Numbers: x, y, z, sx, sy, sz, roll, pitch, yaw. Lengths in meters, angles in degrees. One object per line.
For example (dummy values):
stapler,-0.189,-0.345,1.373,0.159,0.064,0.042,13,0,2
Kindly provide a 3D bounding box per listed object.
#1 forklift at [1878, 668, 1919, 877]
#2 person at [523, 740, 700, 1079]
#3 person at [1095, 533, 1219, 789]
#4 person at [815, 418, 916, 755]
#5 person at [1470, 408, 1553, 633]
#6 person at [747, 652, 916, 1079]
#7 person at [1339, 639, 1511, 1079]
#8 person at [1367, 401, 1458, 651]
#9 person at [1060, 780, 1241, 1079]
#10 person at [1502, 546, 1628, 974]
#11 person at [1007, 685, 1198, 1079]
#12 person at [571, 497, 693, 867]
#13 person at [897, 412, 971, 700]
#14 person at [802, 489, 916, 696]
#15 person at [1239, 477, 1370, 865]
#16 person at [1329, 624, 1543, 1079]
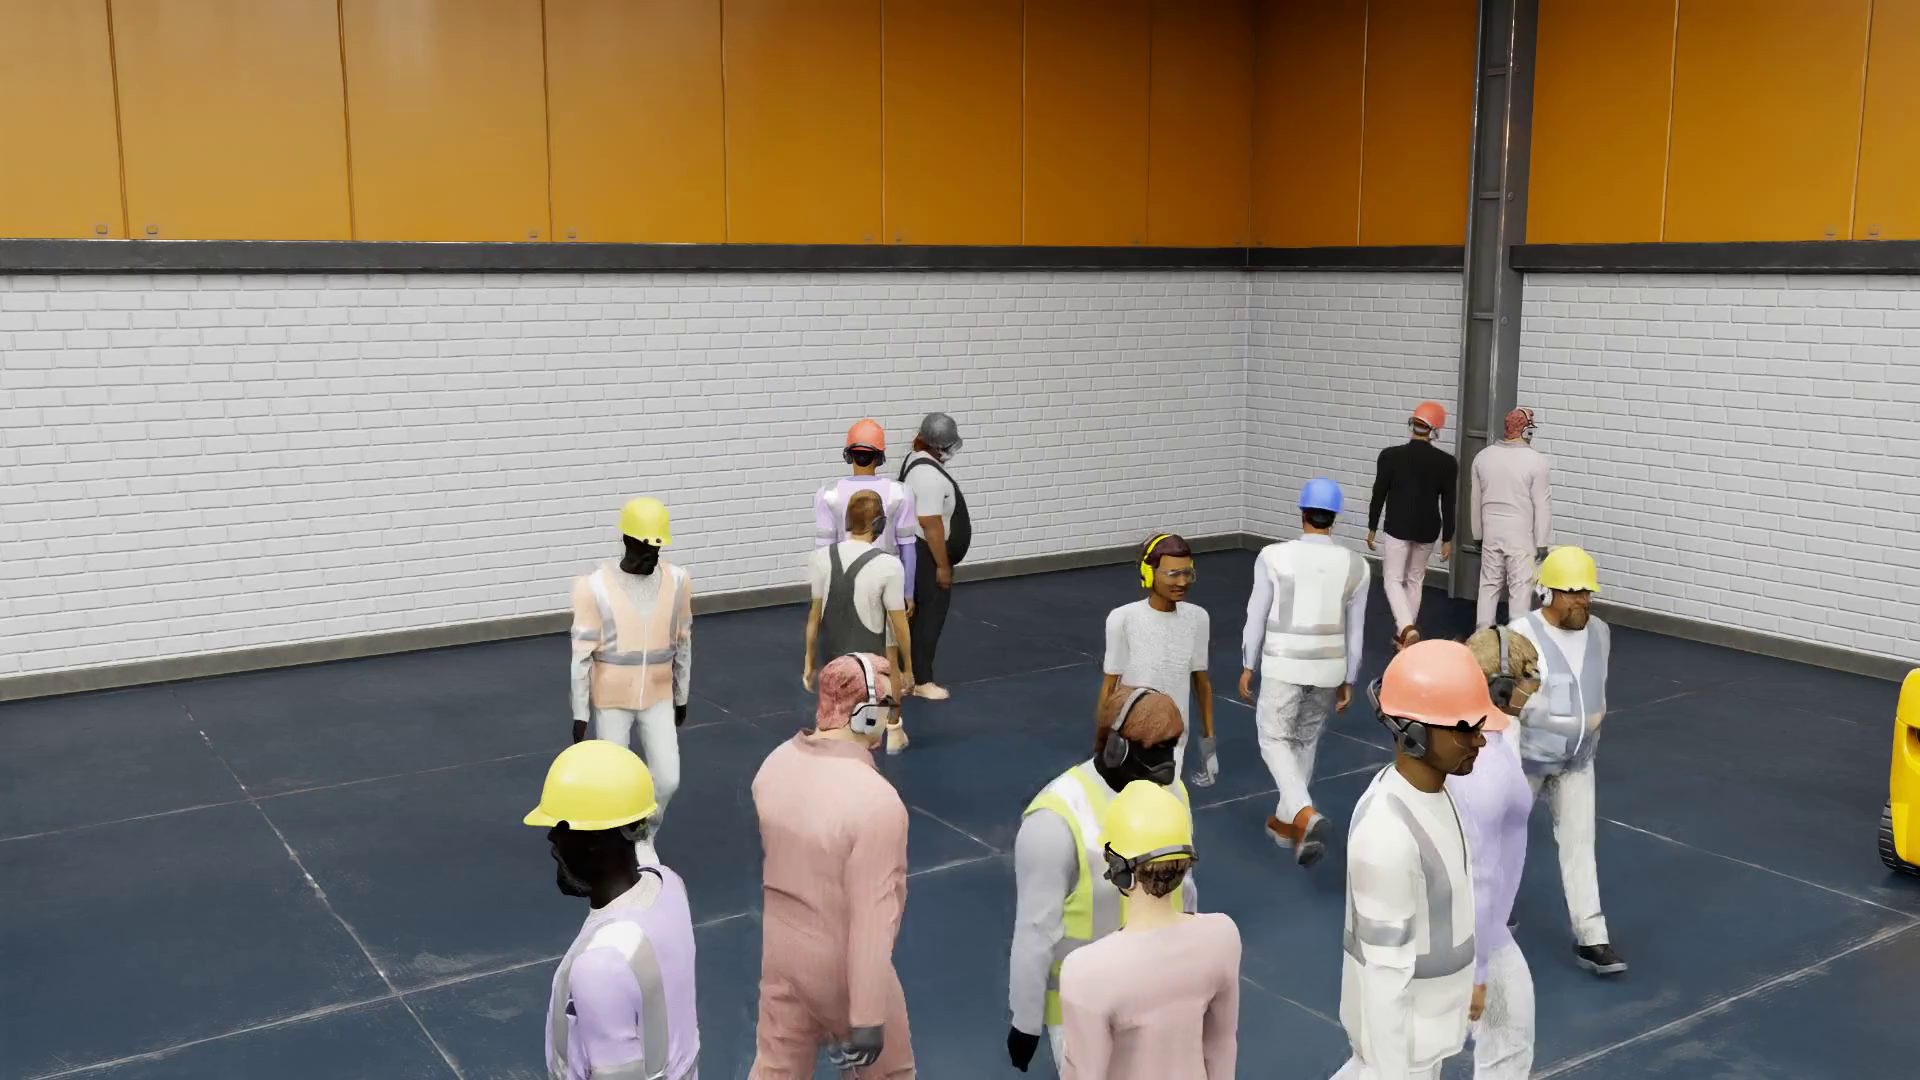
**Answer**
forklift,5.511,0.571,7.906,2.313,2.155,1.214,-6,11,-33
person,-0.775,1.391,3.767,0.370,1.925,0.595,0,9,1
person,0.842,0.888,7.015,0.564,1.854,0.446,-5,11,-26
person,-0.566,0.289,10.055,0.608,2.045,0.391,0,9,0
person,4.119,-0.029,12.388,0.400,1.907,0.645,-7,12,-37
person,-0.372,1.249,4.918,0.993,1.854,0.662,-8,13,-42
person,1.172,1.251,4.262,0.377,2.041,0.616,4,10,23
person,3.400,-0.070,12.515,0.626,1.947,0.868,1,9,4
person,0.431,1.438,3.971,0.534,1.767,0.313,-6,11,-33
person,2.518,0.902,7.129,0.614,1.789,0.917,-3,10,-17
person,0.436,1.294,4.677,0.471,1.815,0.641,9,13,43
person,-1.527,0.737,7.776,0.630,1.901,0.458,-5,11,-28
person,-0.205,0.047,11.525,0.535,2.000,0.853,-2,10,-13
person,-0.483,0.635,8.650,0.552,1.812,0.750,5,11,28
person,1.733,0.656,8.247,0.626,1.913,0.766,-1,10,-8
person,1.475,1.183,5.095,0.860,1.913,0.641,1,9,6
